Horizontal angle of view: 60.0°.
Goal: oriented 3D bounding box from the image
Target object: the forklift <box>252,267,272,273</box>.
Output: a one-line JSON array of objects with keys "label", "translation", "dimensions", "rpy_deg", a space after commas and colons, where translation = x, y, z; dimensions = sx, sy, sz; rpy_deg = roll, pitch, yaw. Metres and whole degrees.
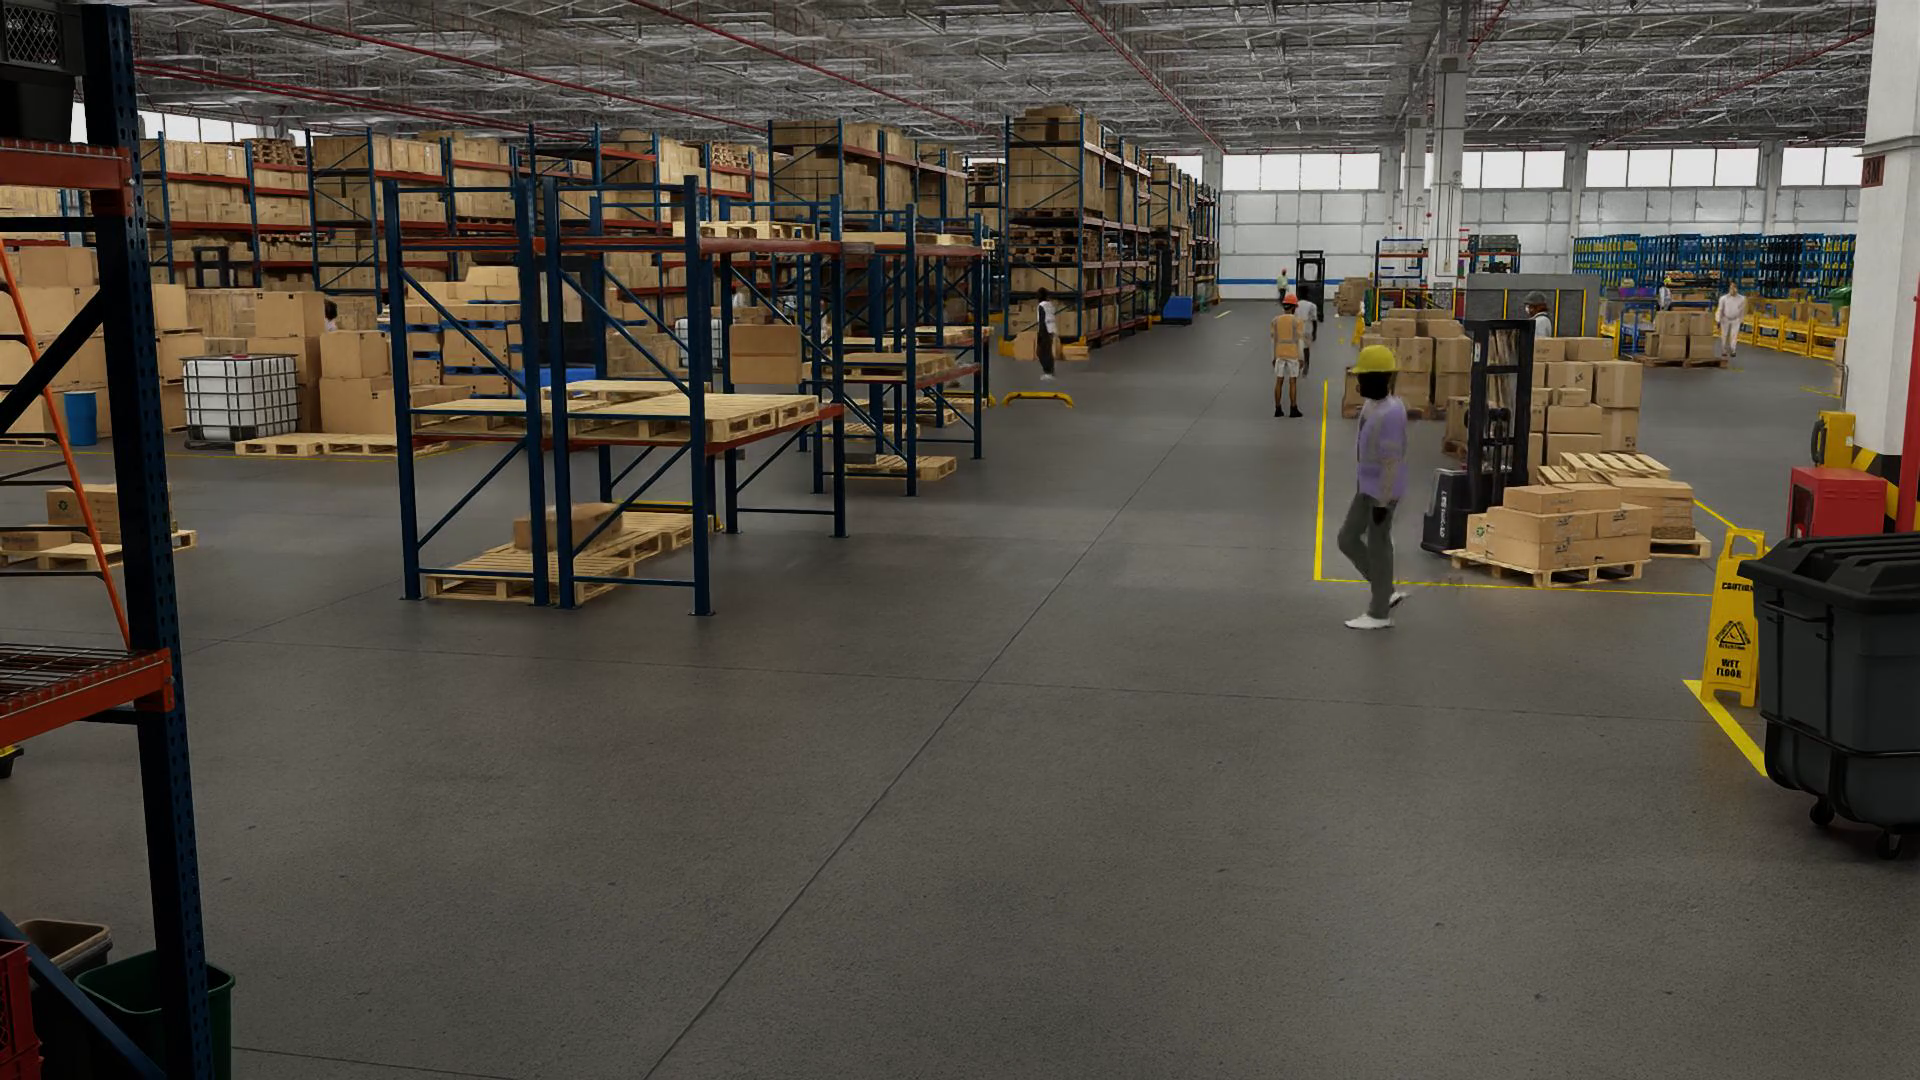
[{"label": "forklift", "translation": [-24.071, -8.655, 57.457], "dimensions": [1.873, 2.768, 1.129], "rpy_deg": [2, 10, 12]}]

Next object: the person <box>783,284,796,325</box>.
[{"label": "person", "translation": [-5.777, -7.871, 56.348], "dimensions": [0.535, 1.690, 0.320], "rpy_deg": [-9, 13, -42]}]

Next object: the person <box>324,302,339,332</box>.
[{"label": "person", "translation": [-10.175, -2.963, 26.982], "dimensions": [0.977, 1.788, 0.652], "rpy_deg": [-1, 10, -8]}]

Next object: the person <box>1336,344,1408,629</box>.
[{"label": "person", "translation": [2.751, -0.343, 11.085], "dimensions": [0.419, 1.911, 0.620], "rpy_deg": [0, 10, -3]}]

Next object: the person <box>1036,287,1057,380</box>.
[{"label": "person", "translation": [1.778, -4.244, 34.237], "dimensions": [0.418, 1.899, 0.613], "rpy_deg": [5, 11, 25]}]

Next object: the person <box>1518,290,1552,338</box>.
[{"label": "person", "translation": [8.181, -2.555, 23.819], "dimensions": [0.536, 2.000, 0.688], "rpy_deg": [4, 10, 20]}]

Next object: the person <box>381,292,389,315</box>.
[{"label": "person", "translation": [-13.616, -5.048, 39.597], "dimensions": [0.315, 1.696, 0.541], "rpy_deg": [-4, 10, -23]}]

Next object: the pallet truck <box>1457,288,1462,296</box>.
[{"label": "pallet truck", "translation": [20.506, -9.785, 68.819], "dimensions": [0.653, 1.274, 1.630], "rpy_deg": [2, 10, 12]}]

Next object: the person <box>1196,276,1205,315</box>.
[{"label": "person", "translation": [10.815, -10.981, 74.611], "dimensions": [0.509, 1.728, 0.564], "rpy_deg": [-6, 12, -34]}]

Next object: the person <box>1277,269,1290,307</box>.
[{"label": "person", "translation": [16.761, -13.037, 86.067], "dimensions": [0.652, 1.976, 0.545], "rpy_deg": [-3, 10, -16]}]

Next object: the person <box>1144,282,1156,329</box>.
[{"label": "person", "translation": [6.743, -8.280, 58.759], "dimensions": [0.468, 1.680, 0.541], "rpy_deg": [6, 12, 34]}]

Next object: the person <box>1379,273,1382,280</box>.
[{"label": "person", "translation": [23.345, -13.900, 91.960], "dimensions": [0.811, 1.701, 0.591], "rpy_deg": [3, 10, 19]}]

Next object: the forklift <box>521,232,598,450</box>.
[{"label": "forklift", "translation": [-5.235, -2.650, 21.896], "dimensions": [1.129, 2.768, 1.873], "rpy_deg": [-2, 10, -12]}]

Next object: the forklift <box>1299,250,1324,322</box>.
[{"label": "forklift", "translation": [13.778, -10.002, 65.433], "dimensions": [1.129, 2.768, 1.873], "rpy_deg": [2, 10, 12]}]

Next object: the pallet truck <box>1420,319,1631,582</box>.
[{"label": "pallet truck", "translation": [4.543, -0.757, 13.299], "dimensions": [0.823, 1.965, 1.885], "rpy_deg": [-4, 10, -22]}]

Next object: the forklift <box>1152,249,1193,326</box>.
[{"label": "forklift", "translation": [7.646, -9.320, 61.395], "dimensions": [1.873, 2.768, 1.129], "rpy_deg": [2, 10, 11]}]

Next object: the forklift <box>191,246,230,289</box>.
[{"label": "forklift", "translation": [-20.303, -6.583, 45.190], "dimensions": [1.129, 2.768, 1.873], "rpy_deg": [2, 10, 12]}]

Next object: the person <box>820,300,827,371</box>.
[{"label": "person", "translation": [-2.899, -4.148, 34.437], "dimensions": [0.309, 1.639, 0.522], "rpy_deg": [3, 10, 19]}]

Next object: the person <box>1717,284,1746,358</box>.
[{"label": "person", "translation": [19.586, -5.575, 42.273], "dimensions": [0.651, 1.861, 1.015], "rpy_deg": [3, 10, 19]}]

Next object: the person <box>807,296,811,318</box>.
[{"label": "person", "translation": [-5.630, -9.164, 64.157], "dimensions": [0.501, 1.632, 0.280], "rpy_deg": [0, 10, -2]}]

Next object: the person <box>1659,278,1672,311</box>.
[{"label": "person", "translation": [24.615, -8.225, 58.068], "dimensions": [0.403, 1.818, 0.601], "rpy_deg": [7, 12, 37]}]

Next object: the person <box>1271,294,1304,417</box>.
[{"label": "person", "translation": [5.151, -2.886, 26.113], "dimensions": [0.543, 1.928, 0.373], "rpy_deg": [6, 11, 33]}]

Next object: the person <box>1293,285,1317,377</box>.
[{"label": "person", "translation": [7.179, -4.382, 34.926], "dimensions": [0.619, 1.951, 0.608], "rpy_deg": [1, 10, 9]}]

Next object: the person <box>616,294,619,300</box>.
[{"label": "person", "translation": [-8.454, -5.243, 40.951], "dimensions": [0.524, 1.631, 0.315], "rpy_deg": [0, 10, -1]}]

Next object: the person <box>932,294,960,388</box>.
[{"label": "person", "translation": [-0.411, -3.789, 31.787], "dimensions": [0.968, 1.818, 0.545], "rpy_deg": [-5, 11, -26]}]

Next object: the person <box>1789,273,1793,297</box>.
[{"label": "person", "translation": [39.848, -11.876, 79.641], "dimensions": [0.592, 1.830, 0.404], "rpy_deg": [-4, 10, -21]}]

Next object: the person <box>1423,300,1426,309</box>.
[{"label": "person", "translation": [15.828, -7.808, 56.164], "dimensions": [0.287, 1.625, 0.497], "rpy_deg": [-7, 12, -35]}]

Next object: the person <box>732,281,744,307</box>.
[{"label": "person", "translation": [-6.042, -6.080, 45.146], "dimensions": [0.600, 1.891, 0.741], "rpy_deg": [5, 11, 25]}]
